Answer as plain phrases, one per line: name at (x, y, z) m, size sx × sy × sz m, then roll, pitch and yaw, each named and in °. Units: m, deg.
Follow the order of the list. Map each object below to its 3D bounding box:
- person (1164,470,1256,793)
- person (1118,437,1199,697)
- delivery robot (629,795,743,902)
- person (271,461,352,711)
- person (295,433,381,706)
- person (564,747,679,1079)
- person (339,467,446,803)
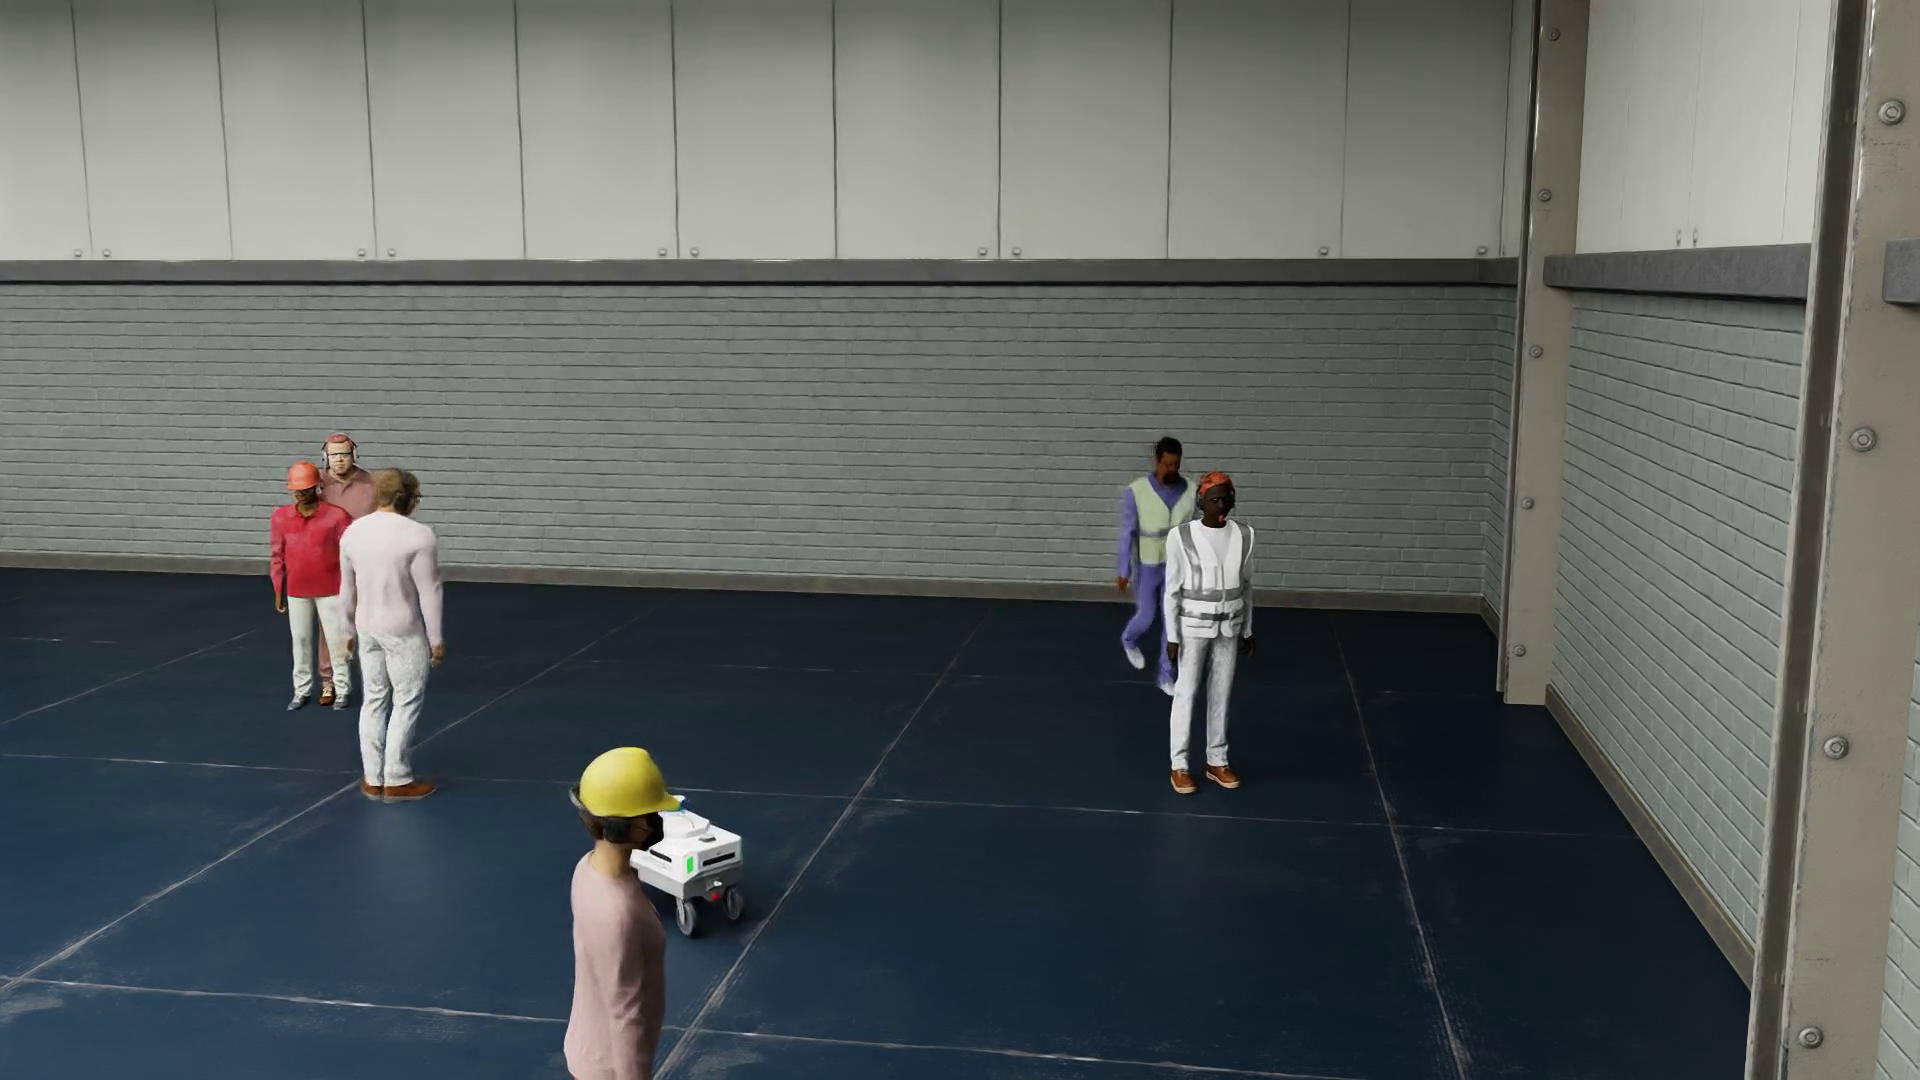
person at (1.458, 0.532, 9.699) m, size 0.577 × 1.882 × 0.349 m, roll -3°, pitch 10°, yaw -19°
person at (1.409, 0.157, 12.069) m, size 0.604 × 1.881 × 0.721 m, roll -2°, pitch 10°, yaw -14°
delivery robot at (-1.342, 1.448, 7.845) m, size 0.477 × 0.478 × 0.707 m, roll -9°, pitch 13°, yaw -44°
person at (-4.456, 0.318, 11.453) m, size 0.570 × 1.743 × 0.351 m, roll 0°, pitch 9°, yaw -2°
person at (-4.300, 0.201, 11.672) m, size 0.655 × 1.906 × 0.407 m, roll -4°, pitch 10°, yaw -24°
person at (-0.917, 1.426, 4.555) m, size 0.318 × 1.767 × 0.524 m, roll -3°, pitch 10°, yaw -19°
person at (-3.255, 0.543, 9.543) m, size 0.690 × 1.919 × 0.408 m, roll 4°, pitch 10°, yaw 24°
